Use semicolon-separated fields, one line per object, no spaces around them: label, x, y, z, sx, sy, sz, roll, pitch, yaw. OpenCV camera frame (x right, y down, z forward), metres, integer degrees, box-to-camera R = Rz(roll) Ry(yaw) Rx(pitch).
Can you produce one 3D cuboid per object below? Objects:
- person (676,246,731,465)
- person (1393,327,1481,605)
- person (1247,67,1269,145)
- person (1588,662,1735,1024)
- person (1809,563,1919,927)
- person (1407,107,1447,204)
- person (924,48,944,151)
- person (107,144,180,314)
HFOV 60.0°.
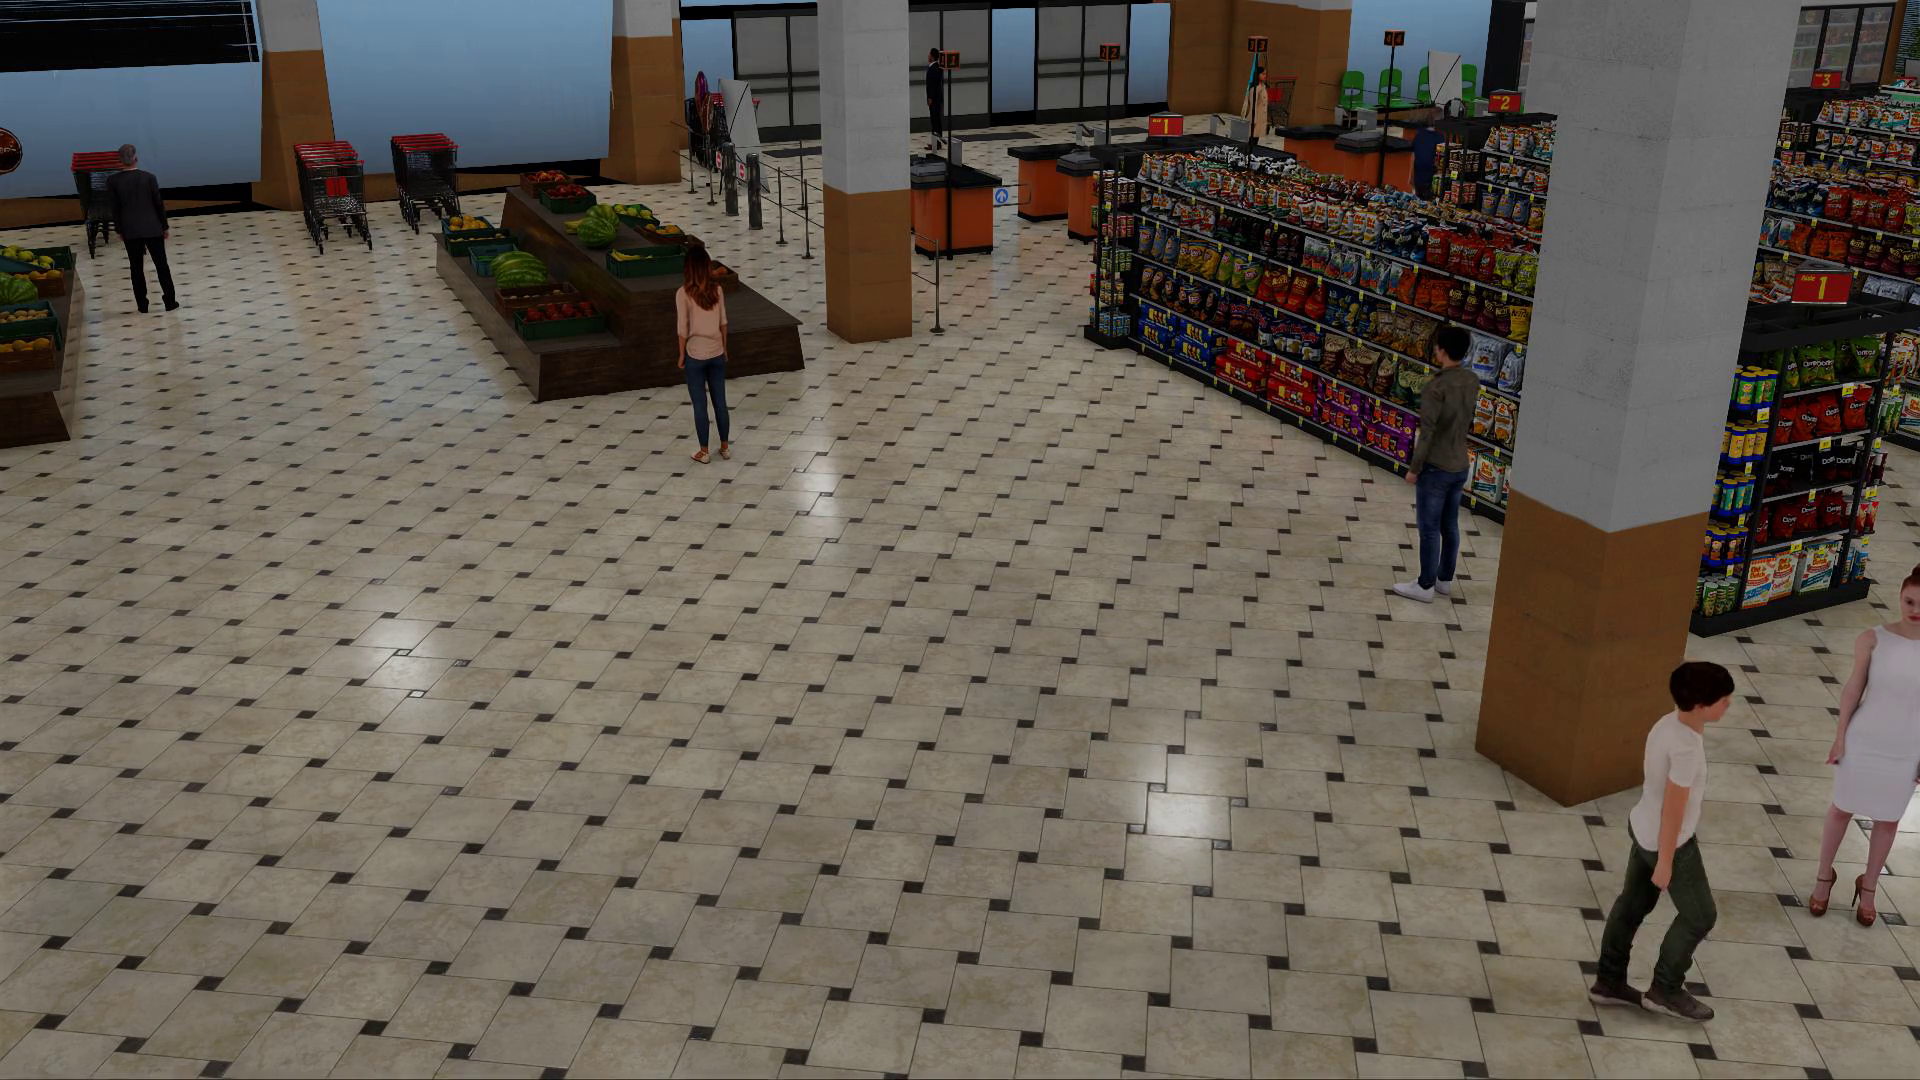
person;-2.091;-1.514;13.602;0.600;1.791;0.538;-12;25;-28
person;3.184;-0.491;10.952;0.753;1.868;0.670;-16;27;-35
person;4.766;-6.765;26.818;0.734;1.682;0.719;12;25;28
person;2.849;1.249;6.923;0.858;1.644;0.808;5;22;11
person;4.167;0.939;7.496;0.626;1.793;0.704;10;24;22
person;5.803;-4.479;20.893;0.792;1.857;0.669;-14;26;-31
person;-0.435;-7.734;29.168;0.767;1.727;0.683;5;22;13
person;-9.012;-3.436;18.317;0.703;1.842;0.587;-9;24;-21
